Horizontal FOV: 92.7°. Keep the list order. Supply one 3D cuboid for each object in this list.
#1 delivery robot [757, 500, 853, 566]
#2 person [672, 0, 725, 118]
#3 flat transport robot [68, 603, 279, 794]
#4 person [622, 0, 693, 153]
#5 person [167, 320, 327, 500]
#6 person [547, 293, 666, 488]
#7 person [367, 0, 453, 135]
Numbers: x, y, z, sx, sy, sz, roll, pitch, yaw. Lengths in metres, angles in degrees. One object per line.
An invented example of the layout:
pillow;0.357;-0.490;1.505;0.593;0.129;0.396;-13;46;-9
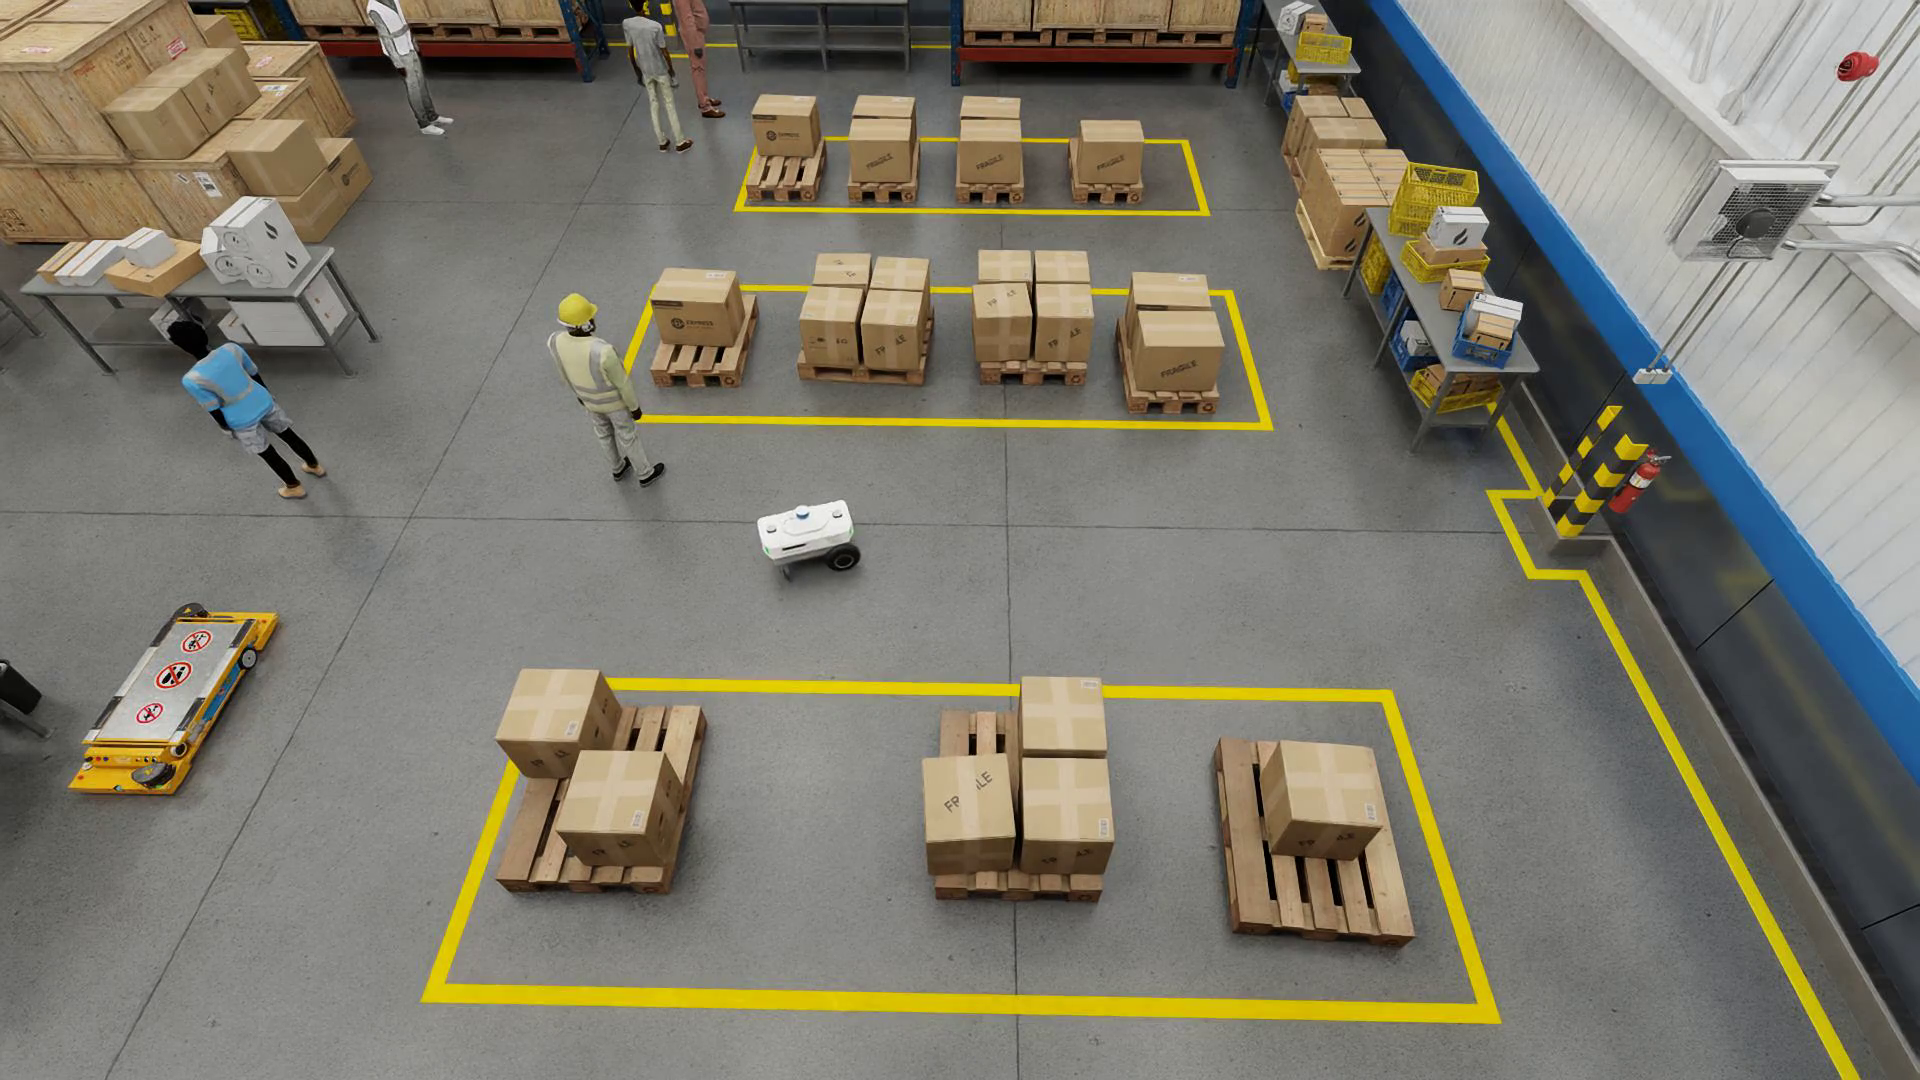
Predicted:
delivery robot;-1.206;-0.075;7.168;0.707;0.478;0.477;-13;51;-11
person;-3.387;-6.453;11.750;0.408;1.903;0.638;-13;51;-11
flat transport robot;-5.504;1.072;6.442;0.652;0.197;1.431;1;50;1
person;-3.684;-5.647;11.087;0.538;1.869;0.312;7;50;6
person;-5.658;-1.019;7.283;0.318;1.697;0.534;11;51;9
person;-2.822;-1.162;7.316;0.603;1.830;0.404;15;52;13
person;-6.939;-6.066;11.419;0.389;1.911;0.591;0;50;0
